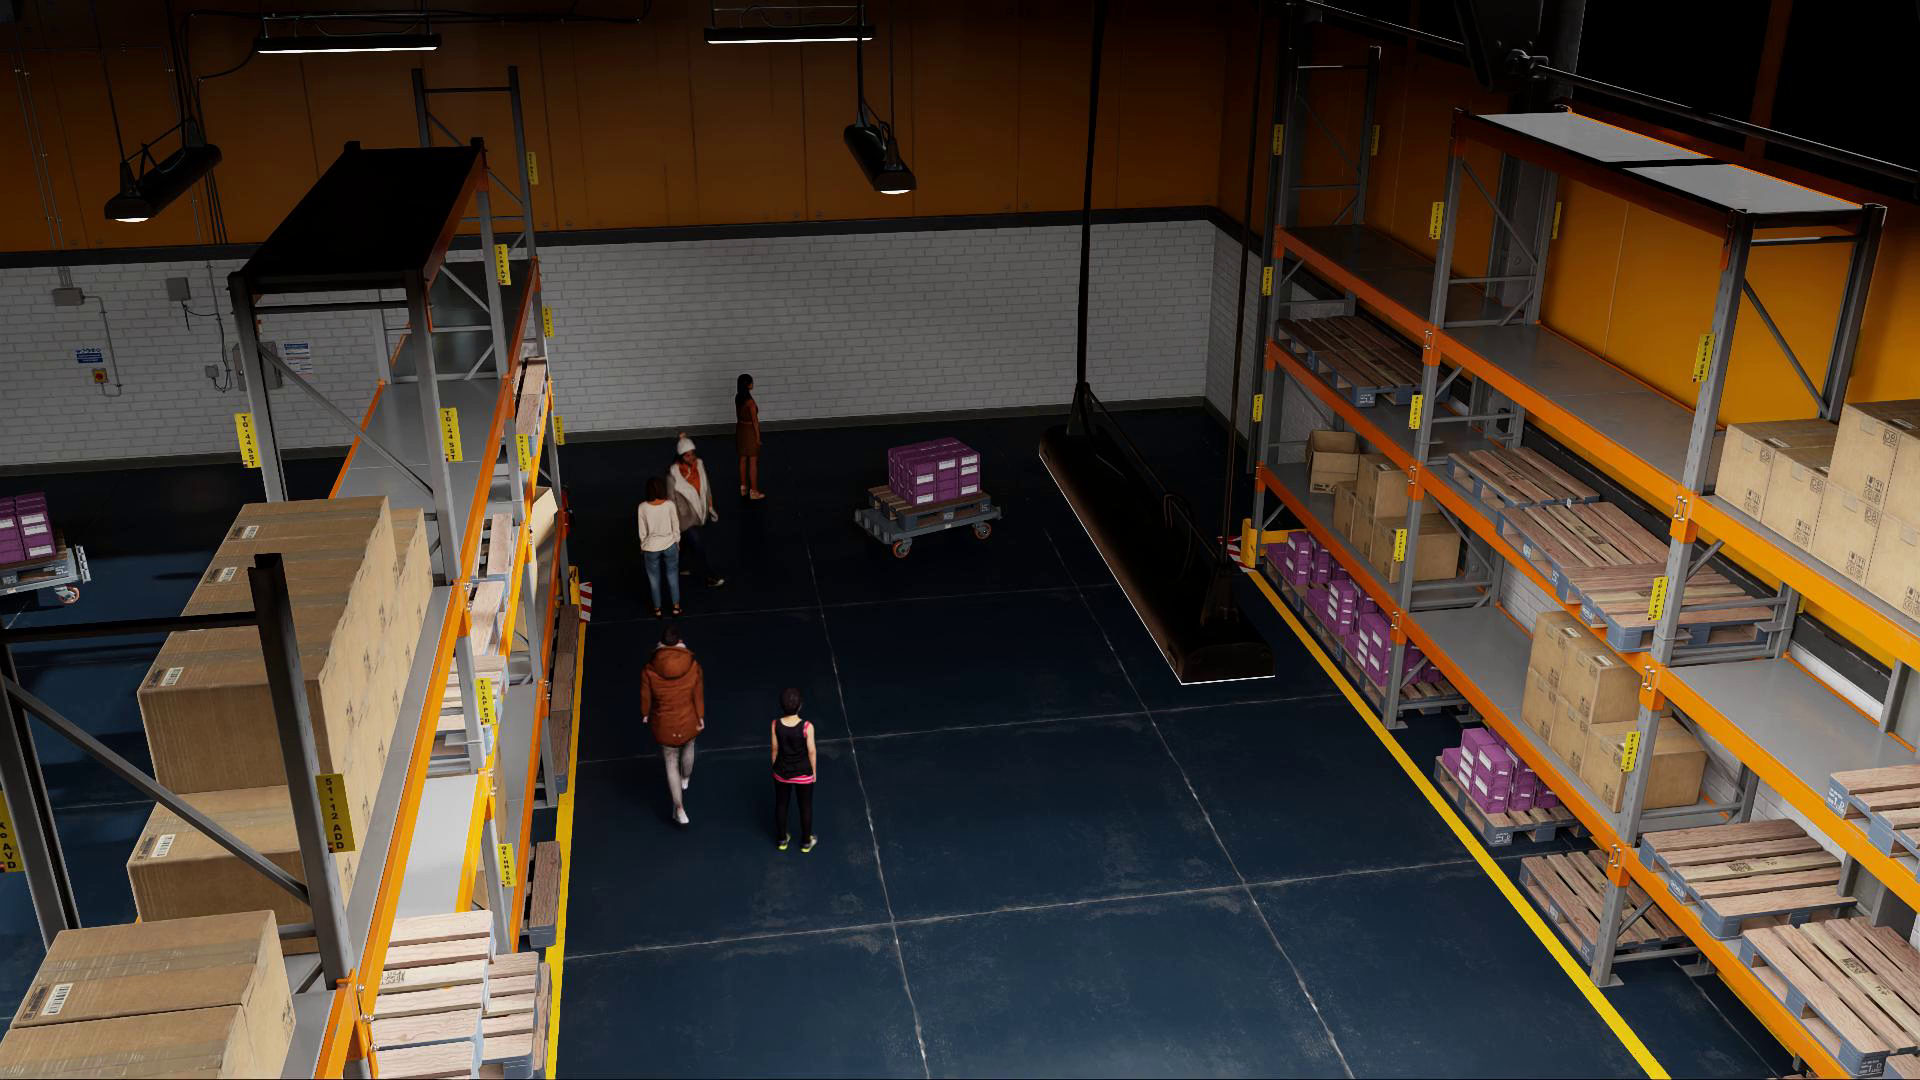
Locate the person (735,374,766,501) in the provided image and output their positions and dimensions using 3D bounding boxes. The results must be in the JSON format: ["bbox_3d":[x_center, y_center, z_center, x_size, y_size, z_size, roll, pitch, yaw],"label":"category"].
[{"bbox_3d":[-2.764,-1.356,21.682,0.698,1.690,0.600,-20,30,-38],"label":"person"}]

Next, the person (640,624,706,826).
[{"bbox_3d":[-2.502,1.655,14.667,0.802,1.792,1.156,-7,25,-15],"label":"person"}]

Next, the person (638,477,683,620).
[{"bbox_3d":[-3.317,0.081,18.404,0.605,1.683,0.524,-4,24,-10],"label":"person"}]

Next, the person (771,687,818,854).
[{"bbox_3d":[-1.430,1.967,14.255,0.605,1.551,0.607,4,24,9],"label":"person"}]

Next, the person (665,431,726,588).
[{"bbox_3d":[-3.201,-0.373,19.240,1.221,1.845,1.169,15,28,31],"label":"person"}]
